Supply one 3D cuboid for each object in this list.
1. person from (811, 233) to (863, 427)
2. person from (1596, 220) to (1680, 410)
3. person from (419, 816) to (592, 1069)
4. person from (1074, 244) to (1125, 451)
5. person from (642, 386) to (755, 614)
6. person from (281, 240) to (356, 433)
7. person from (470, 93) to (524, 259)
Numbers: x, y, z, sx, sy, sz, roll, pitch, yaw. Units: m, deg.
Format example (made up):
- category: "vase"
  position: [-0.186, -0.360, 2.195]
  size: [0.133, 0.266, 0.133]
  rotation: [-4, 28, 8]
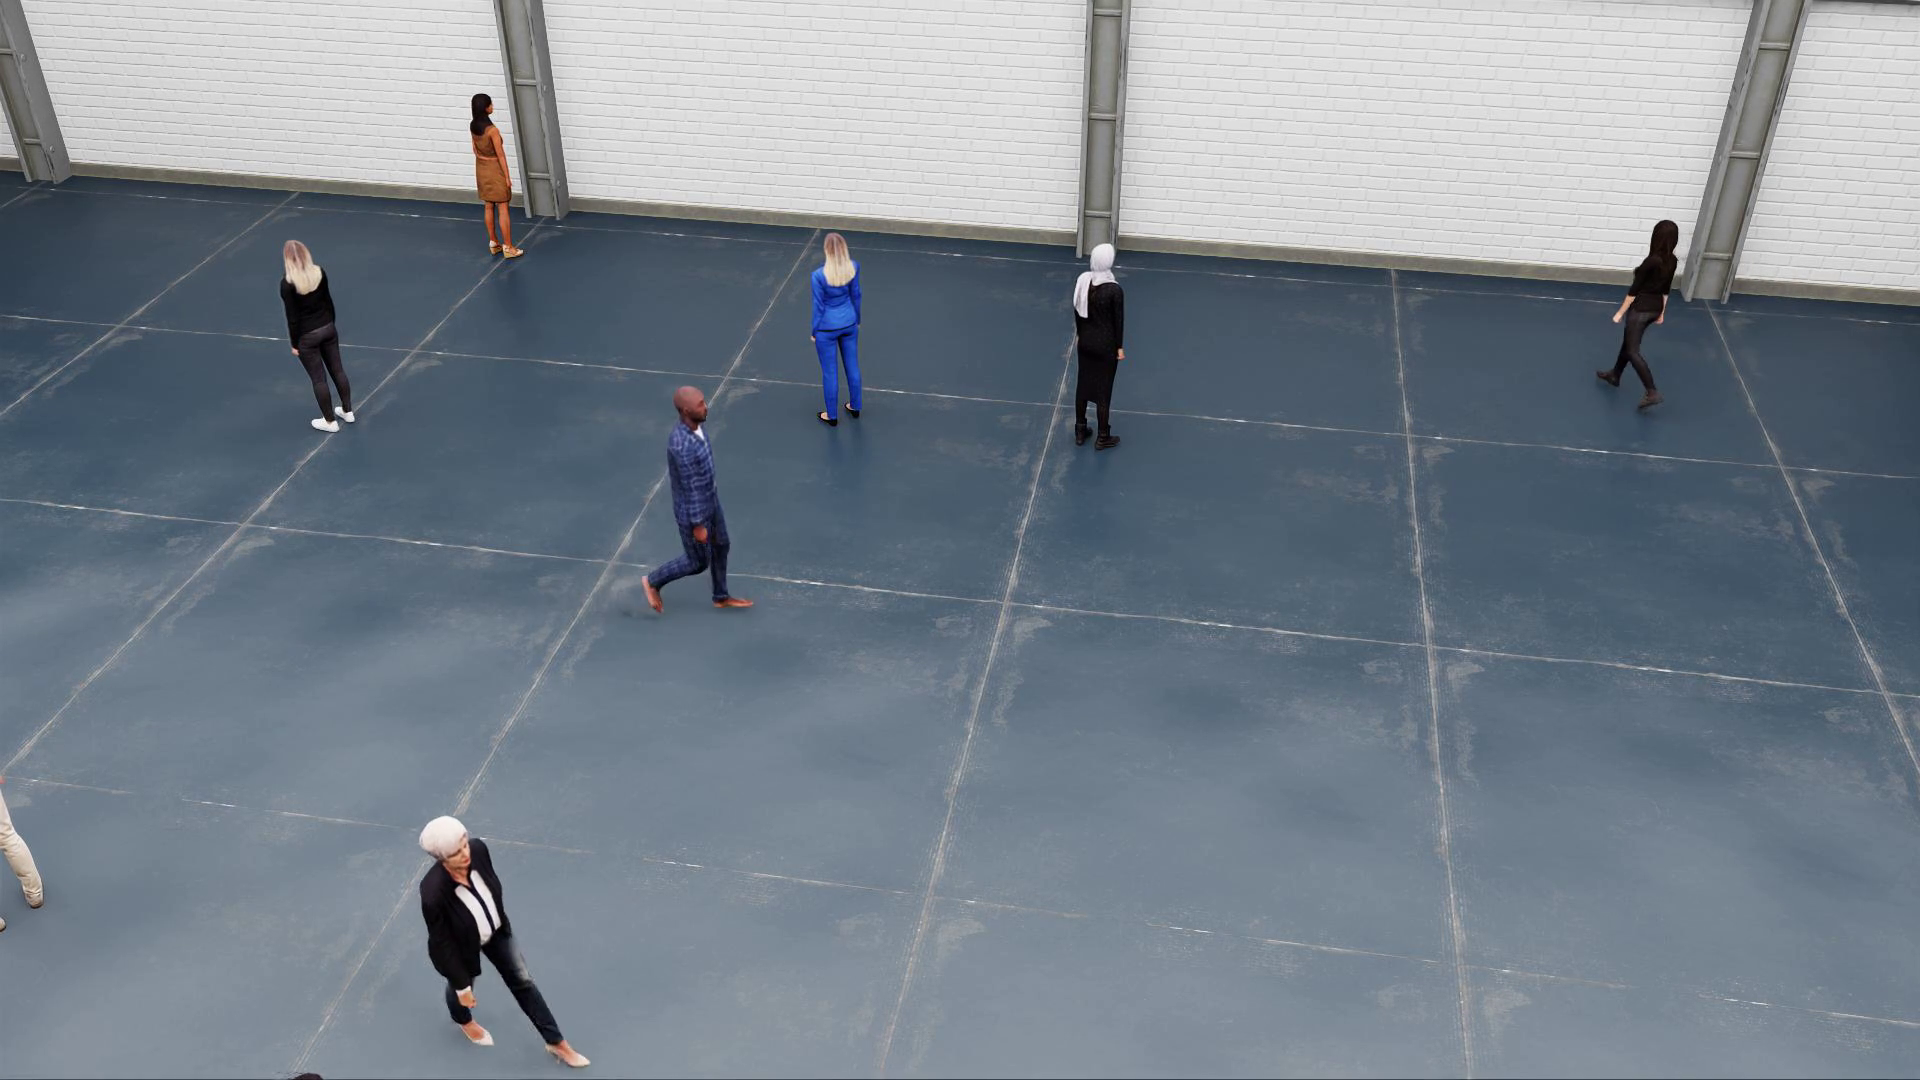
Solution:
- category: "person"
  position: [-1.025, -1.766, 13.888]
  size: [0.705, 1.701, 0.767]
  rotation: [-21, 39, -28]
- category: "person"
  position: [5.867, -1.902, 14.169]
  size: [1.010, 1.616, 1.055]
  rotation: [-19, 38, -27]
- category: "person"
  position: [-2.480, 1.954, 8.338]
  size: [1.154, 1.756, 1.020]
  rotation: [20, 39, 28]
- category: "person"
  position: [1.120, -1.568, 13.520]
  size: [0.623, 1.779, 0.748]
  rotation: [23, 40, 30]
- category: "person"
  position: [-1.894, -0.232, 11.493]
  size: [0.973, 1.797, 0.660]
  rotation: [4, 34, 7]
- category: "person"
  position: [-5.339, -1.692, 13.790]
  size: [0.666, 1.686, 0.684]
  rotation: [20, 39, 27]
- category: "person"
  position: [-4.711, -3.674, 16.768]
  size: [0.585, 1.689, 0.706]
  rotation: [22, 39, 29]
